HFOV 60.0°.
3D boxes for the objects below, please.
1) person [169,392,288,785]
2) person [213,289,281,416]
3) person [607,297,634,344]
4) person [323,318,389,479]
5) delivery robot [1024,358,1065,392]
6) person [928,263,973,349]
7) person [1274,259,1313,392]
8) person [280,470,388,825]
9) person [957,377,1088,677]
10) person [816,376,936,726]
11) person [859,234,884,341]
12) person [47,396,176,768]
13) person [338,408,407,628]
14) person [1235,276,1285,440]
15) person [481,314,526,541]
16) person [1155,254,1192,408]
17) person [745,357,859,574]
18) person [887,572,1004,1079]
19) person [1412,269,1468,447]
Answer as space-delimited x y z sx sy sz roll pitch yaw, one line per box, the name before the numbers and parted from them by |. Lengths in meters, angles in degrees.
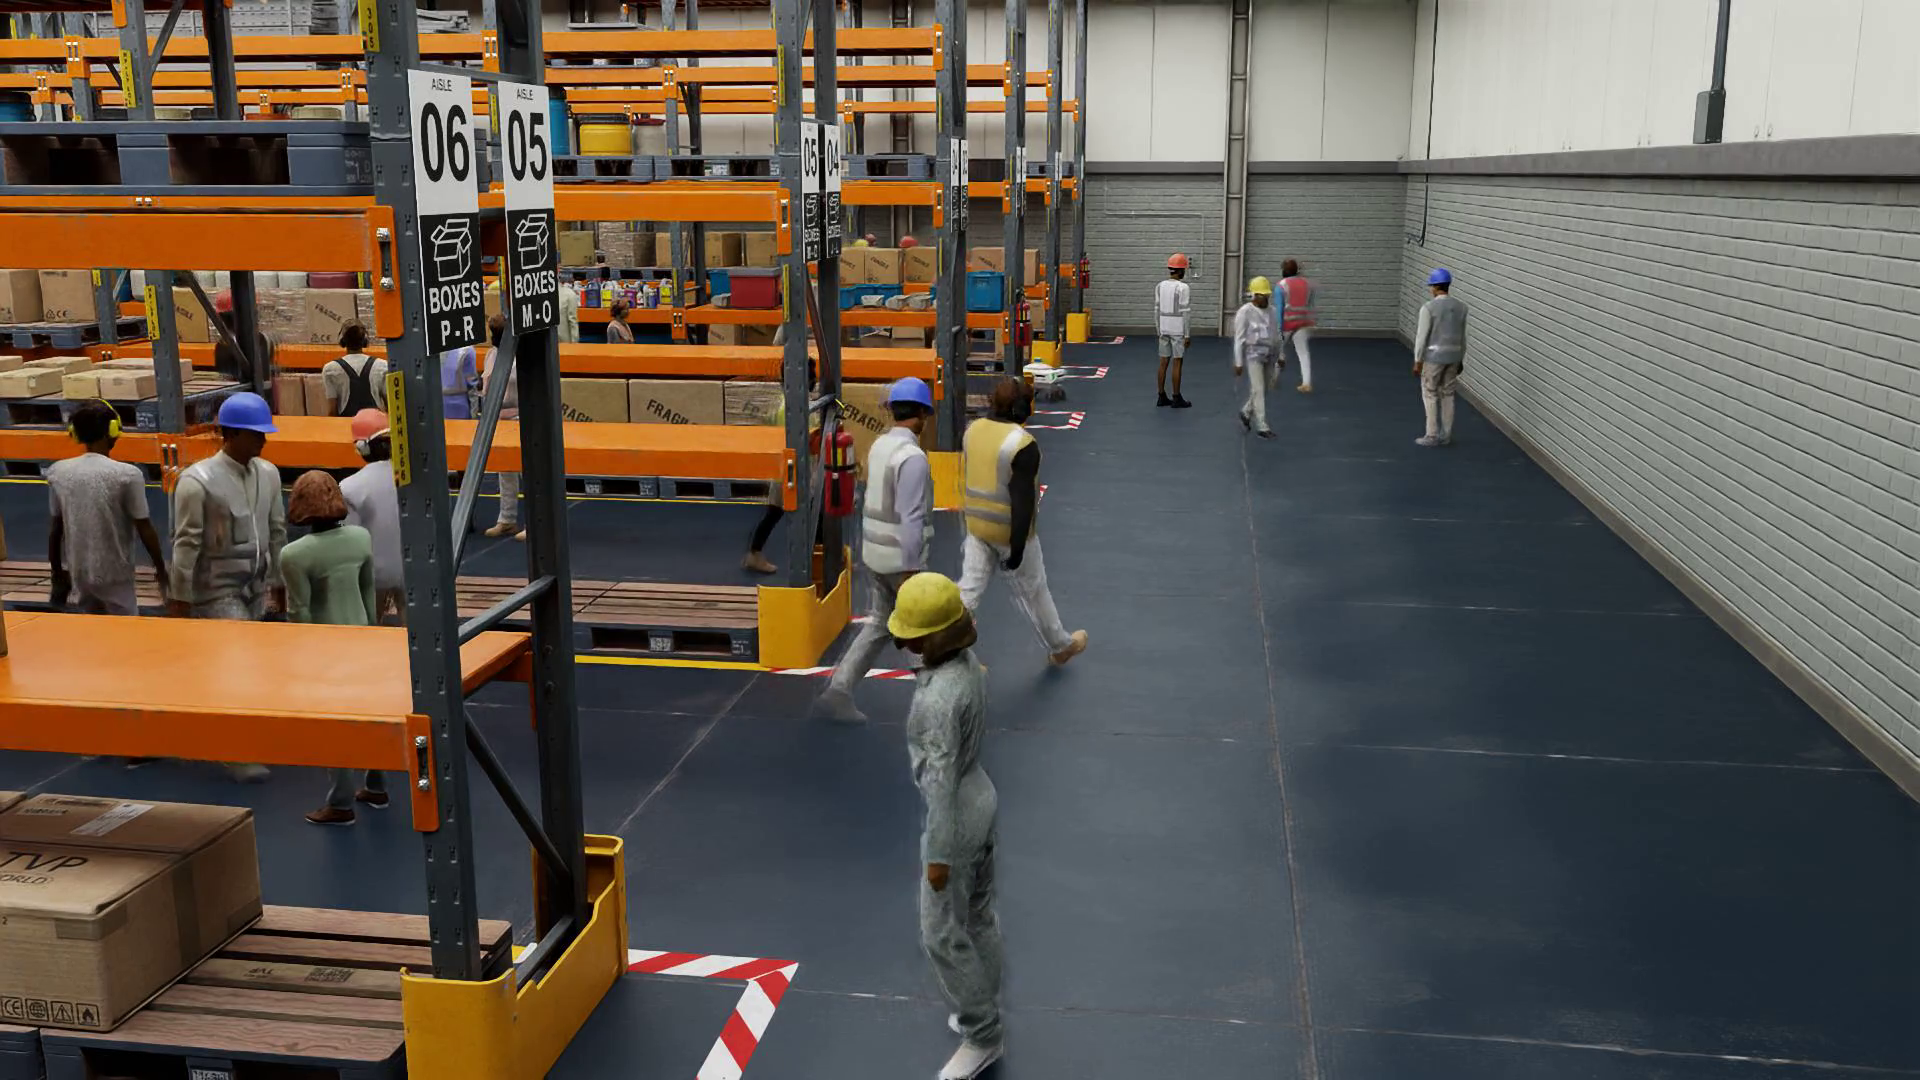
person | -3.511 0.234 8.103 0.602 1.911 0.627 4 13 17
person | -5.887 -1.022 13.523 0.719 2.020 0.646 2 13 11
person | -3.642 -1.791 17.877 0.311 1.636 0.521 0 12 1
person | -4.633 -0.791 12.889 0.506 1.846 0.345 -6 14 -26
delivery robot | 1.010 -2.135 21.677 0.707 0.478 0.477 8 15 32
person | -0.113 -2.850 22.004 0.686 1.962 0.461 -10 16 -37
person | 4.510 -2.917 22.639 0.632 1.792 1.002 -5 13 -21
person | -2.856 0.491 7.578 0.285 1.633 0.501 6 14 27
person | 0.310 -0.072 9.788 0.998 1.778 0.624 -11 16 -40
person | -0.363 0.086 8.853 0.812 1.894 0.644 -5 13 -22
person | -1.510 -4.204 28.154 0.636 1.911 0.404 2 13 9
person | -4.251 0.217 8.316 0.632 1.856 0.358 2 13 9
person | -3.050 0.147 8.910 0.568 1.725 0.734 -11 17 -41
person | 3.352 -2.050 18.649 0.607 1.808 0.731 -8 15 -33
person | -3.622 -0.909 13.446 0.619 1.838 0.430 8 15 32
person | 2.720 -2.643 21.037 0.369 1.935 0.552 -10 16 -38
person | -1.209 -0.533 12.179 0.859 1.644 0.544 3 13 14
person | -0.021 0.917 5.478 0.368 1.723 0.638 2 13 9
person | 5.203 -1.976 18.089 0.628 1.923 0.451 -5 14 -22
